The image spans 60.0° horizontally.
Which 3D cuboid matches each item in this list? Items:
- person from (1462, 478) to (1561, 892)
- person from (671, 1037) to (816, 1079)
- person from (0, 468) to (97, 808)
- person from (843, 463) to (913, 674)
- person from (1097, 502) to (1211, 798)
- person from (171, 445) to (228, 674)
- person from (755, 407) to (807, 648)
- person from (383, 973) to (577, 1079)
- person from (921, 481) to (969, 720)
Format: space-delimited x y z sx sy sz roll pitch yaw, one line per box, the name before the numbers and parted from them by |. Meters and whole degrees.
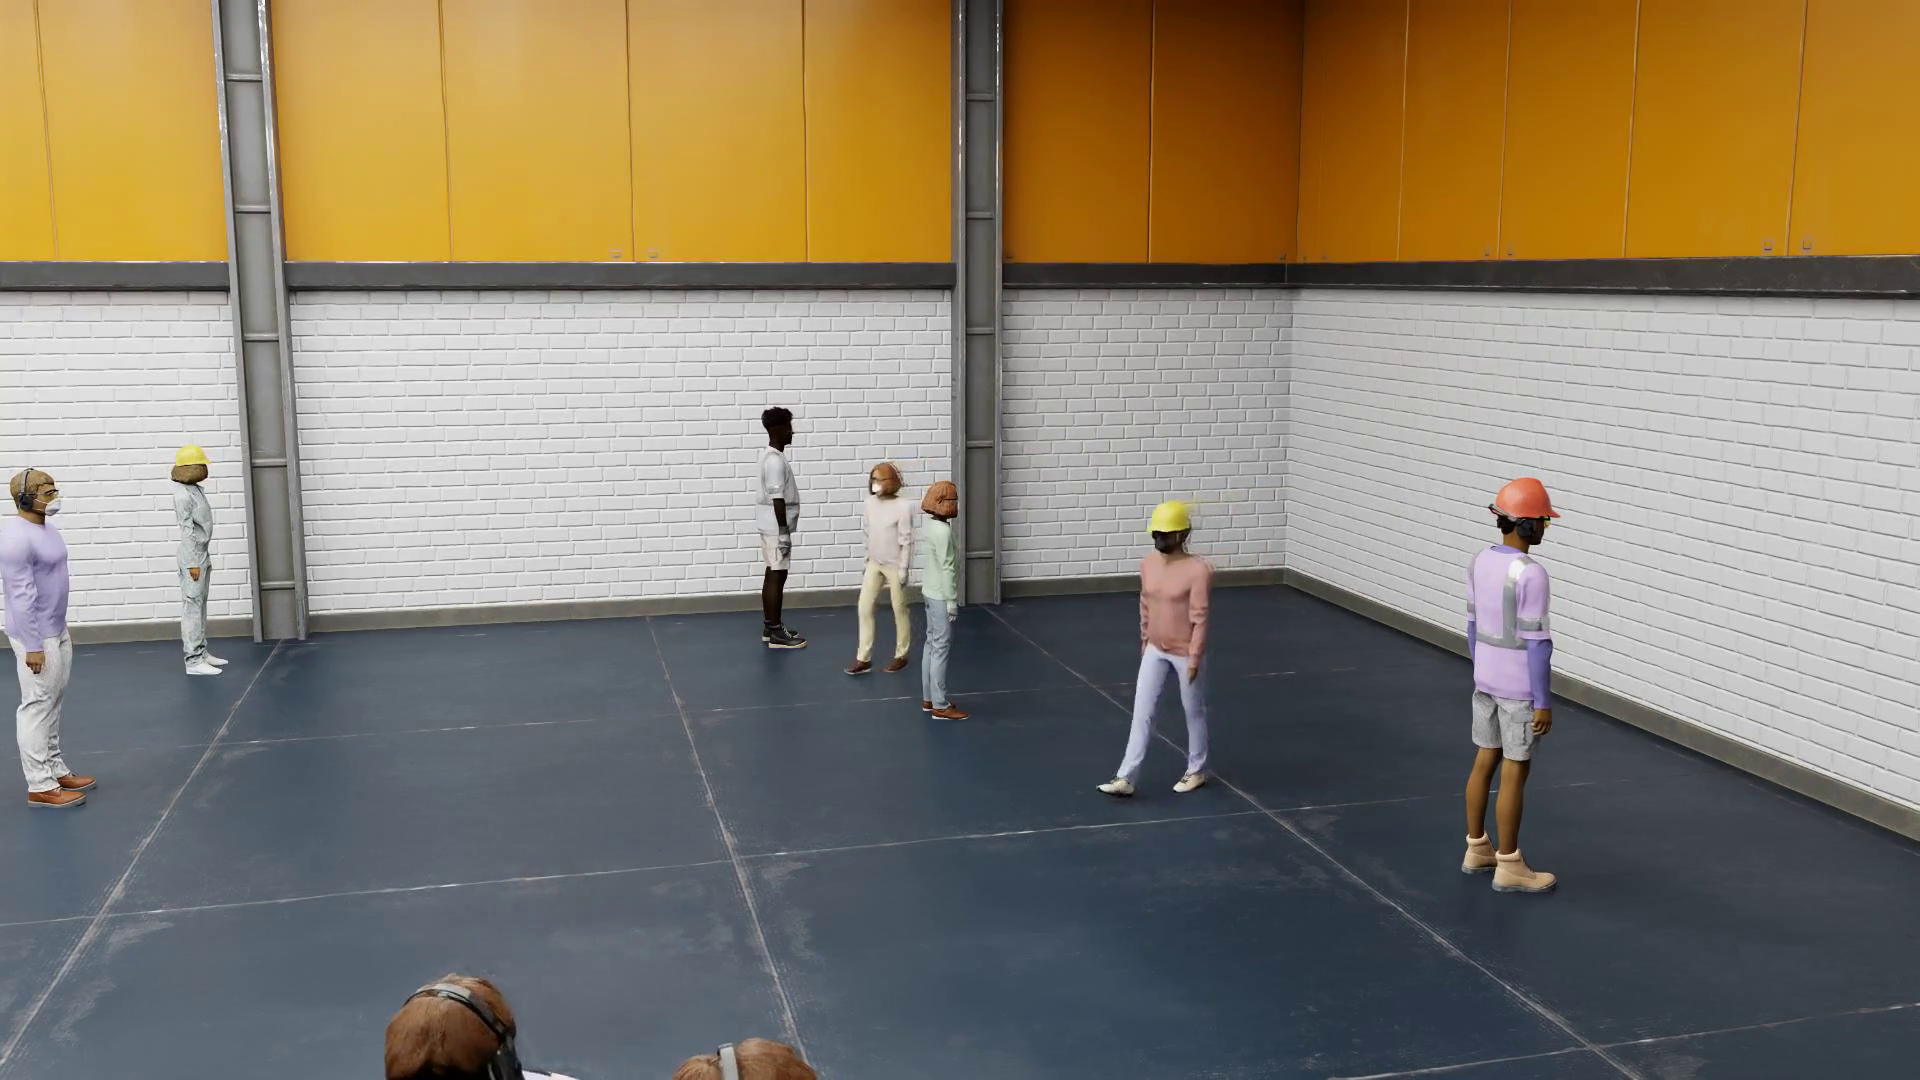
person | 2.733 0.708 8.217 0.372 2.044 0.608 -2 9 -15
person | -0.326 1.691 2.702 0.429 1.846 0.627 -2 9 -15
person | -5.239 0.552 9.513 0.372 1.940 0.631 -2 9 -15
person | -0.619 0.229 12.512 0.523 1.608 0.670 7 11 37
person | 1.151 0.651 9.515 0.852 1.725 0.551 -9 13 -44
person | -5.799 0.146 12.656 0.289 1.746 0.487 -2 9 -15
person | -1.474 -0.107 13.538 0.367 1.967 0.607 -2 9 -15
person | -0.815 1.636 3.165 0.638 1.811 0.777 0 9 -1
person | -0.118 0.406 11.378 0.284 1.633 0.500 -2 9 -15
